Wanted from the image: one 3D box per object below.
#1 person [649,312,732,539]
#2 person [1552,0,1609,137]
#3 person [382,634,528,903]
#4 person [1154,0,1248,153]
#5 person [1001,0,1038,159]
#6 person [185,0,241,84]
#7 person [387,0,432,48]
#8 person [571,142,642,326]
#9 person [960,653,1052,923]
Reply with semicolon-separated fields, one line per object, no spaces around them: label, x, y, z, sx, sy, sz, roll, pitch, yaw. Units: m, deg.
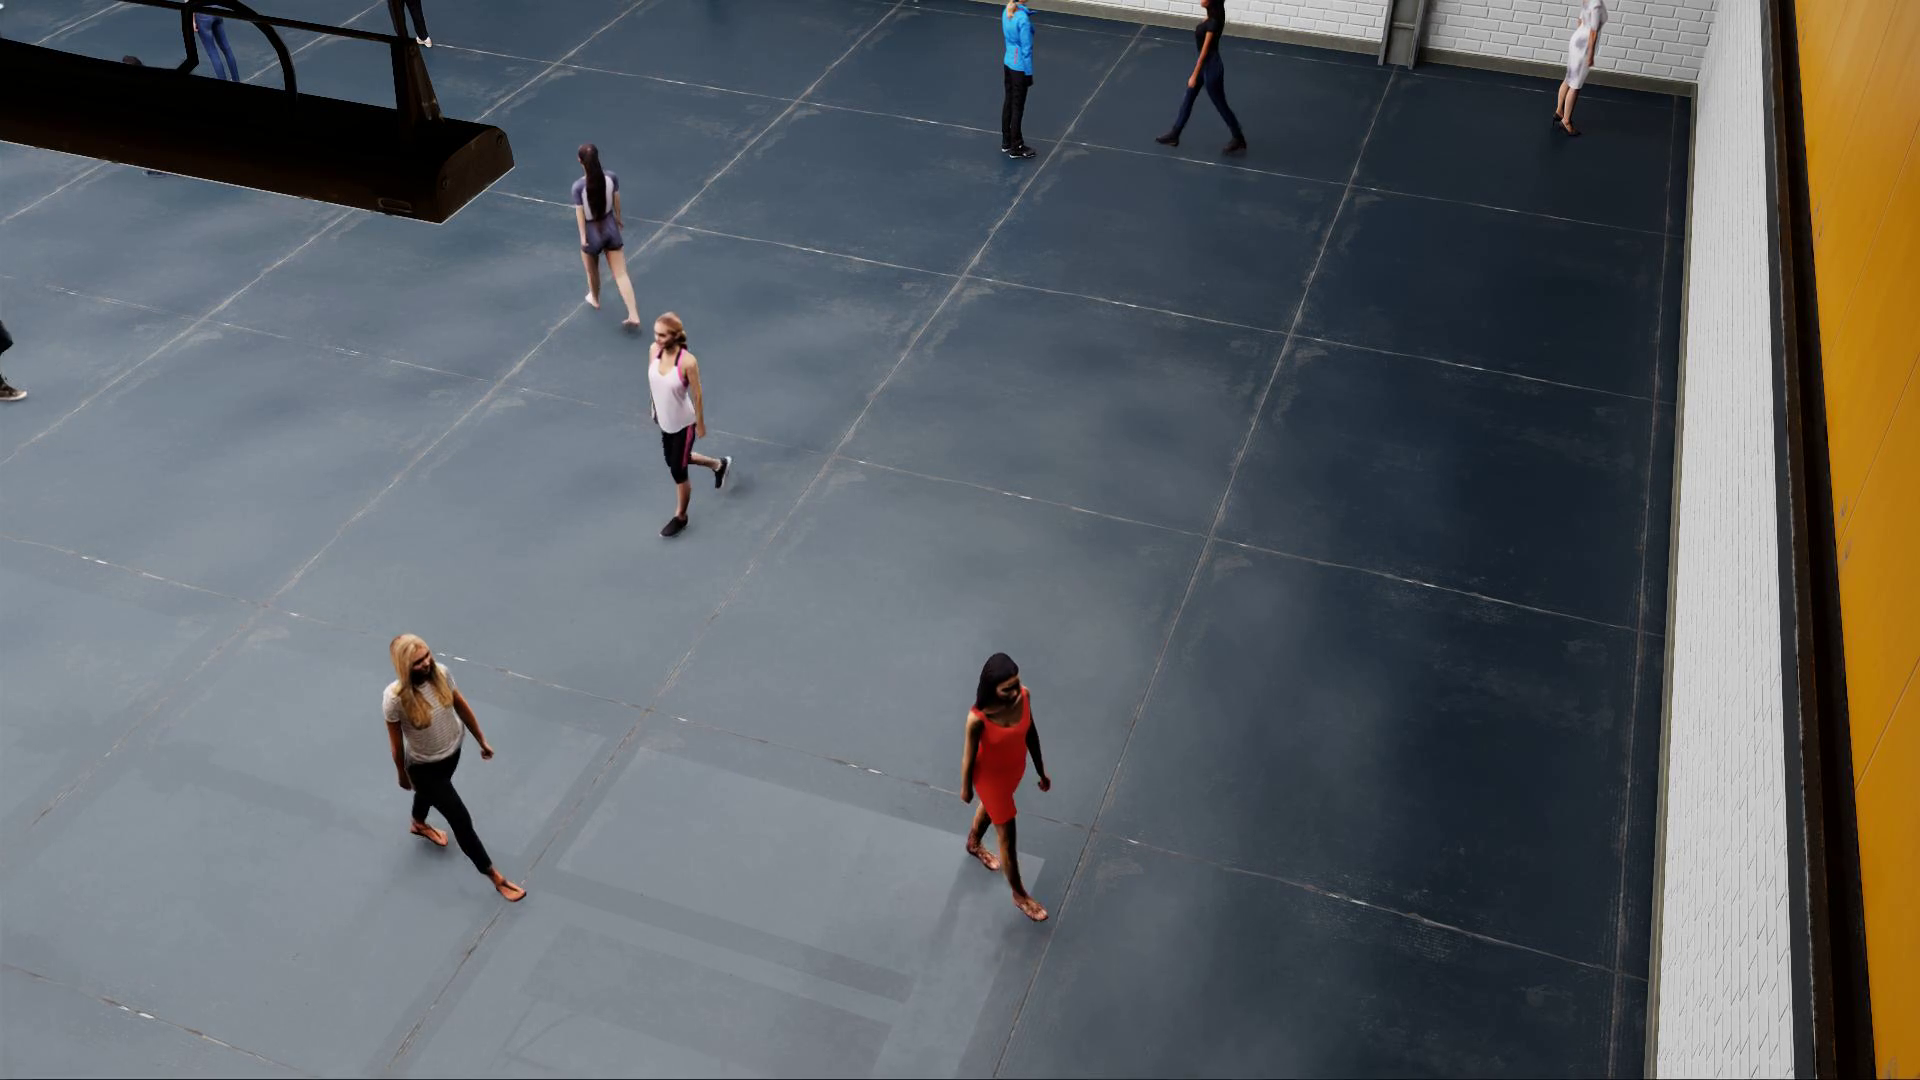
person;-1.943;-0.875;11.808;1.003;1.774;0.889;26;46;29
person;6.381;-5.039;17.041;0.612;1.751;0.628;1;39;1
person;-2.976;1.187;9.228;1.219;1.772;0.745;19;42;22
person;2.573;-4.634;16.583;1.228;1.691;0.773;5;39;6
person;0.569;-4.702;16.583;0.736;1.795;0.682;-15;41;-18
person;-8.040;-5.595;17.745;0.521;1.742;0.578;16;41;19
person;-6.347;-6.366;18.757;0.757;1.683;0.749;32;48;33
person;-2.969;-2.524;14.004;0.974;1.612;1.130;-24;45;-27
person;0.158;1.247;9.218;1.051;1.690;0.834;30;47;32
